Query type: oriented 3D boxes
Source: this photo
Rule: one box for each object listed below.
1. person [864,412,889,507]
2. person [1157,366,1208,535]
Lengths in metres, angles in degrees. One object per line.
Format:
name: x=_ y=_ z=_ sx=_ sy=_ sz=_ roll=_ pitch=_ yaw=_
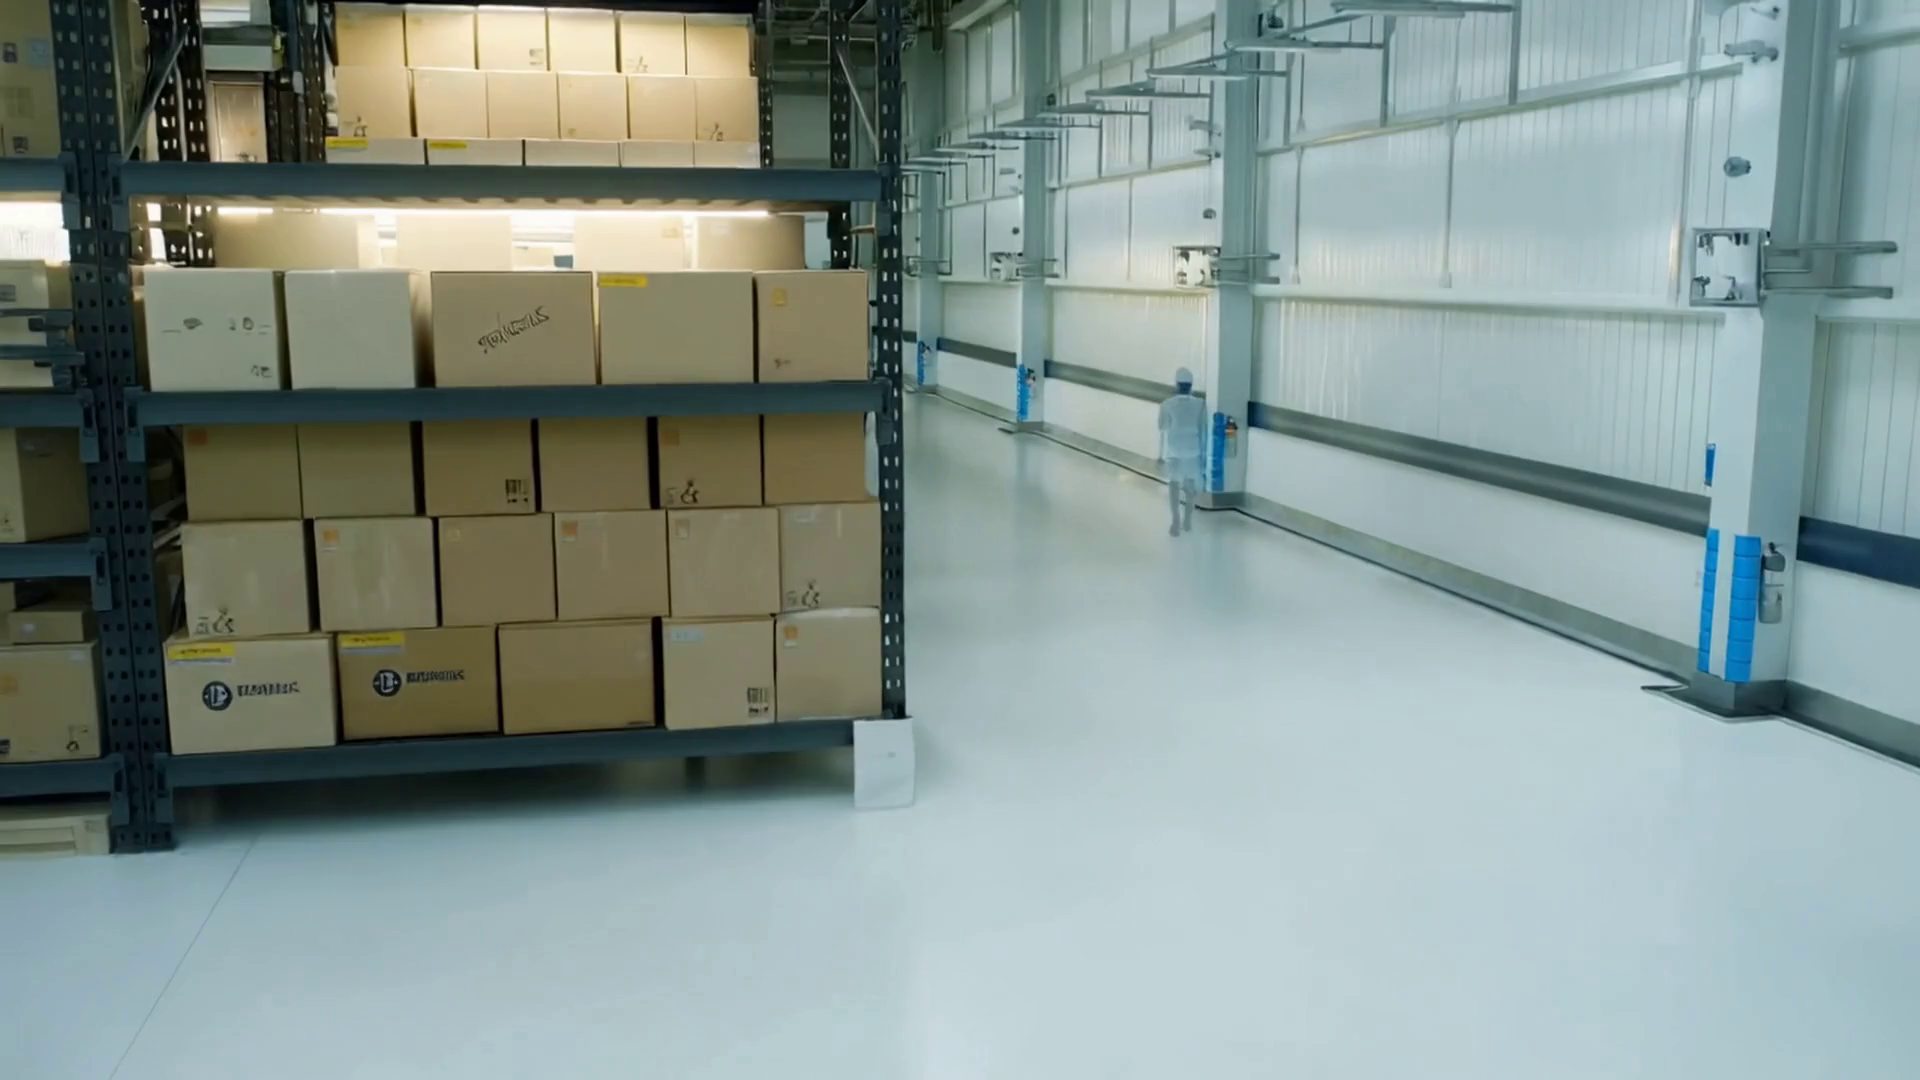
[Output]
person: x=-0.979 y=-0.504 z=16.384 sx=0.569 sy=1.728 sz=0.773 roll=-2 pitch=9 yaw=-10
person: x=2.534 y=-1.017 z=18.939 sx=0.554 sy=1.940 sz=0.517 roll=0 pitch=9 yaw=-1
